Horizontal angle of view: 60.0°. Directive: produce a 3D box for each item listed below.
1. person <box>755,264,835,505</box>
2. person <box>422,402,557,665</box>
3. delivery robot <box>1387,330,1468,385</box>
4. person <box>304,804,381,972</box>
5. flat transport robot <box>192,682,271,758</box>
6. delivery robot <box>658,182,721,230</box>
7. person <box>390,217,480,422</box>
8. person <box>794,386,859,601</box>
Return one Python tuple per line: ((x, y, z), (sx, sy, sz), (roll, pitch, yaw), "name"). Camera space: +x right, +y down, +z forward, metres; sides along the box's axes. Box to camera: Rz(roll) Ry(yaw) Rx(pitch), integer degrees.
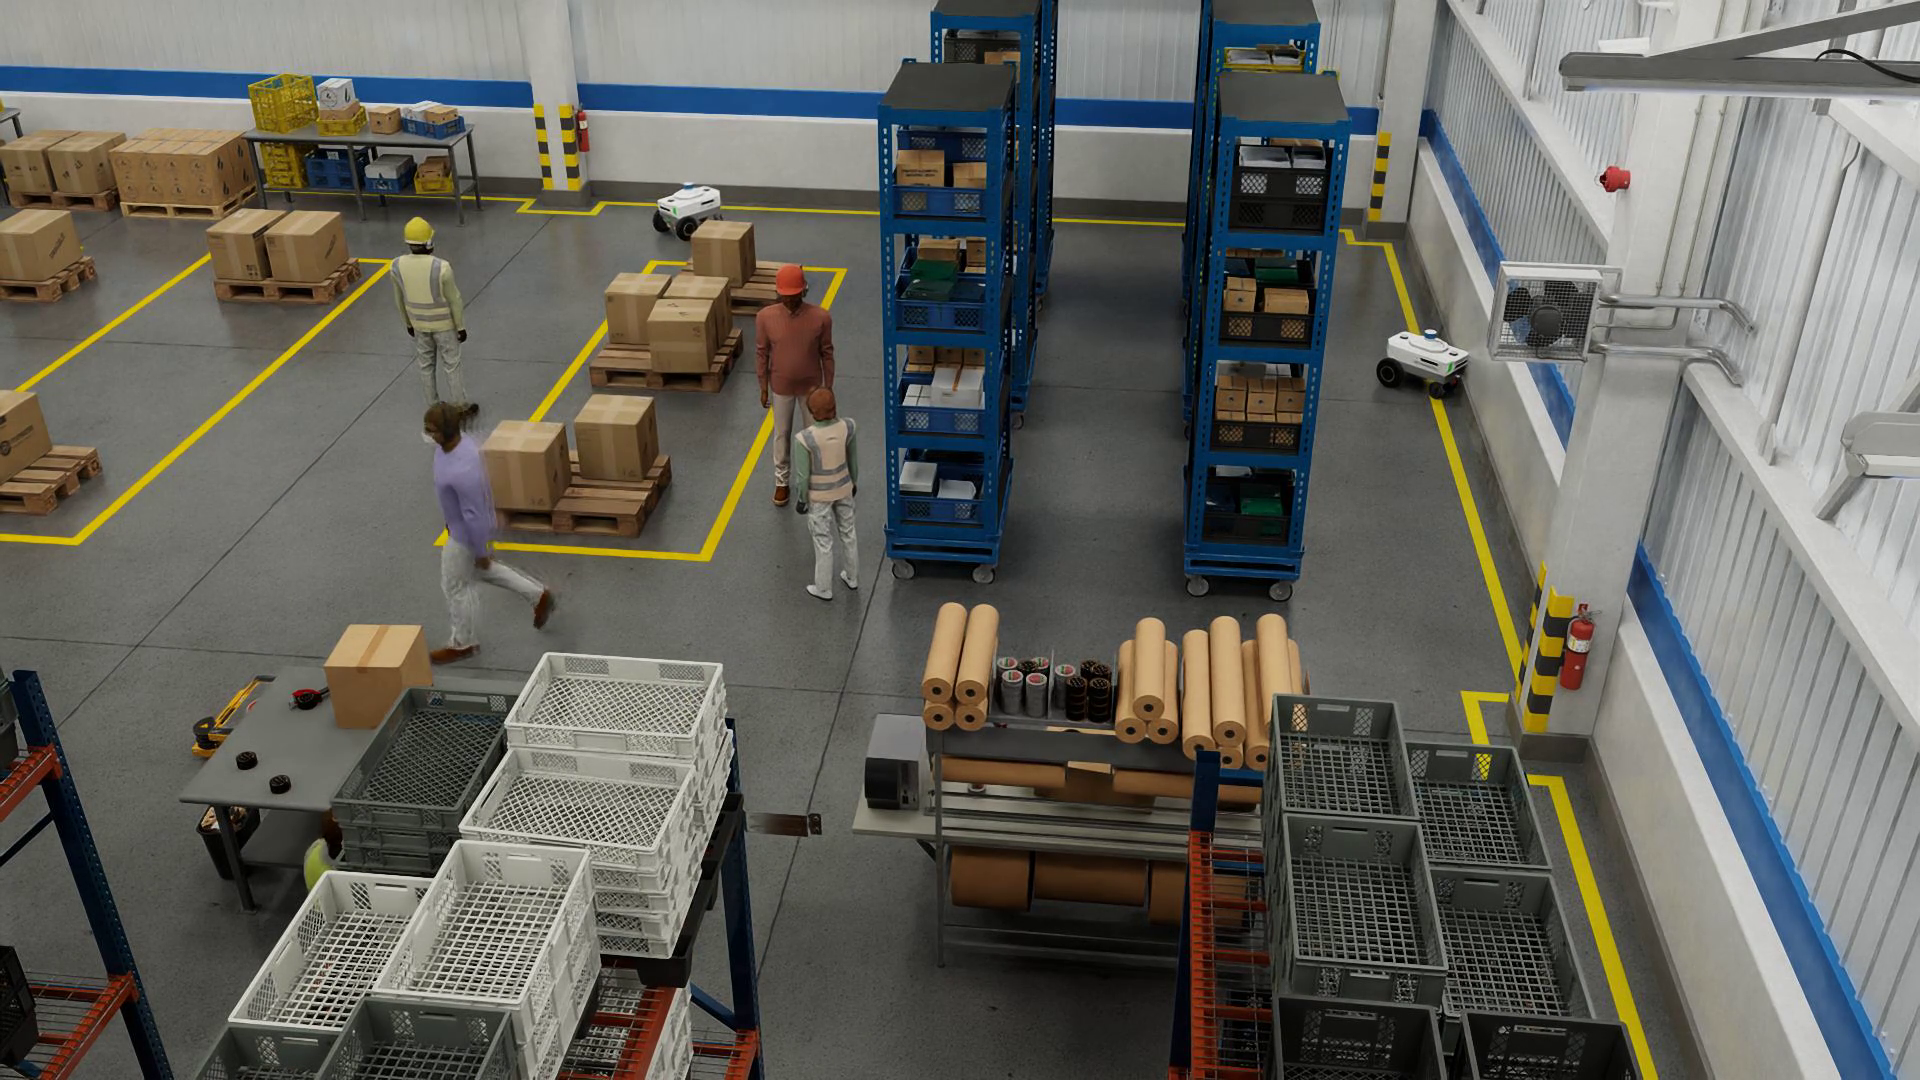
((-1.283, -1.217, 13.035), (0.615, 1.994, 0.381), (-4, 30, -6), "person")
((-3.244, -0.079, 11.171), (0.851, 1.911, 0.632), (-9, 31, -16), "person")
((4.258, -1.676, 15.156), (0.477, 0.478, 0.707), (-26, 39, -37), "delivery robot")
((-2.705, 1.972, 7.727), (0.465, 1.841, 0.638), (-27, 39, -38), "person")
((-4.089, 1.163, 10.648), (1.431, 0.197, 0.652), (3, 30, 6), "flat transport robot")
((-3.052, -3.798, 18.800), (0.477, 0.478, 0.707), (25, 39, 36), "delivery robot")
((-4.536, -1.898, 14.360), (0.590, 1.837, 0.403), (6, 31, 10), "person")
((-0.944, -0.333, 11.866), (0.516, 1.638, 0.317), (-20, 36, -31), "person")
